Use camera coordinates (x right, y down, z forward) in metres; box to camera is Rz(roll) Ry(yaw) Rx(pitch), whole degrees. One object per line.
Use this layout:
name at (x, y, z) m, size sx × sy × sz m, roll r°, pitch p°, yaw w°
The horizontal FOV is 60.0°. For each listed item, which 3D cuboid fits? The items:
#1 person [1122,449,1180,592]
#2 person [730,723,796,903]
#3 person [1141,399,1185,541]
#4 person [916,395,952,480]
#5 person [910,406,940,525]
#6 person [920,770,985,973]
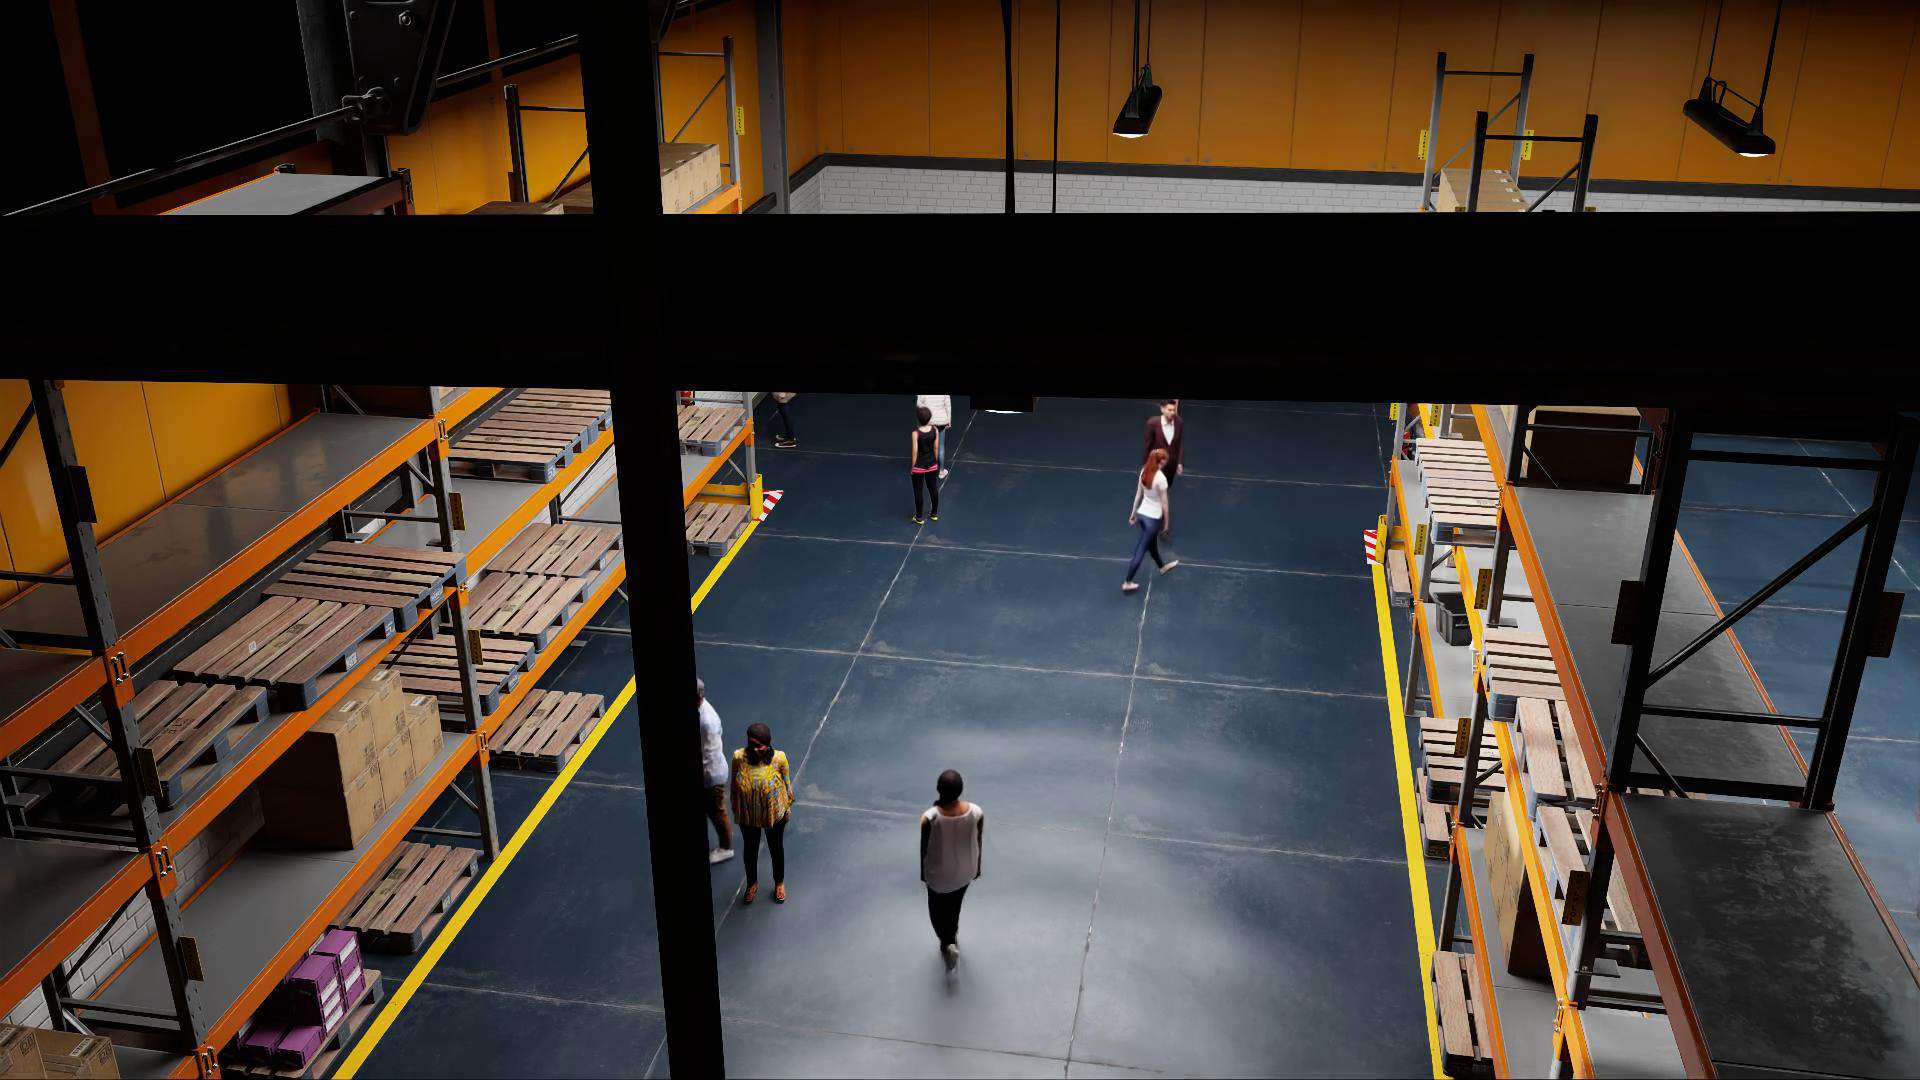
person at (2.112, -0.199, 19.276) m, size 1.156 × 1.694 × 1.102 m, roll -18°, pitch 30°, yaw -36°
person at (-1.635, 2.240, 13.745) m, size 0.781 × 1.655 × 0.818 m, roll -1°, pitch 24°, yaw -2°
person at (2.496, -0.959, 20.854) m, size 1.056 × 1.823 × 1.274 m, roll -6°, pitch 24°, yaw -14°
person at (-0.362, -1.636, 22.635) m, size 0.650 × 1.636 × 0.584 m, roll 1°, pitch 24°, yaw 2°
person at (-0.450, -0.972, 21.220) m, size 0.620 × 1.553 × 0.671 m, roll -14°, pitch 27°, yaw -28°
person at (-0.083, 2.573, 12.968) m, size 0.900 × 1.667 × 1.063 m, roll -6°, pitch 24°, yaw -14°
